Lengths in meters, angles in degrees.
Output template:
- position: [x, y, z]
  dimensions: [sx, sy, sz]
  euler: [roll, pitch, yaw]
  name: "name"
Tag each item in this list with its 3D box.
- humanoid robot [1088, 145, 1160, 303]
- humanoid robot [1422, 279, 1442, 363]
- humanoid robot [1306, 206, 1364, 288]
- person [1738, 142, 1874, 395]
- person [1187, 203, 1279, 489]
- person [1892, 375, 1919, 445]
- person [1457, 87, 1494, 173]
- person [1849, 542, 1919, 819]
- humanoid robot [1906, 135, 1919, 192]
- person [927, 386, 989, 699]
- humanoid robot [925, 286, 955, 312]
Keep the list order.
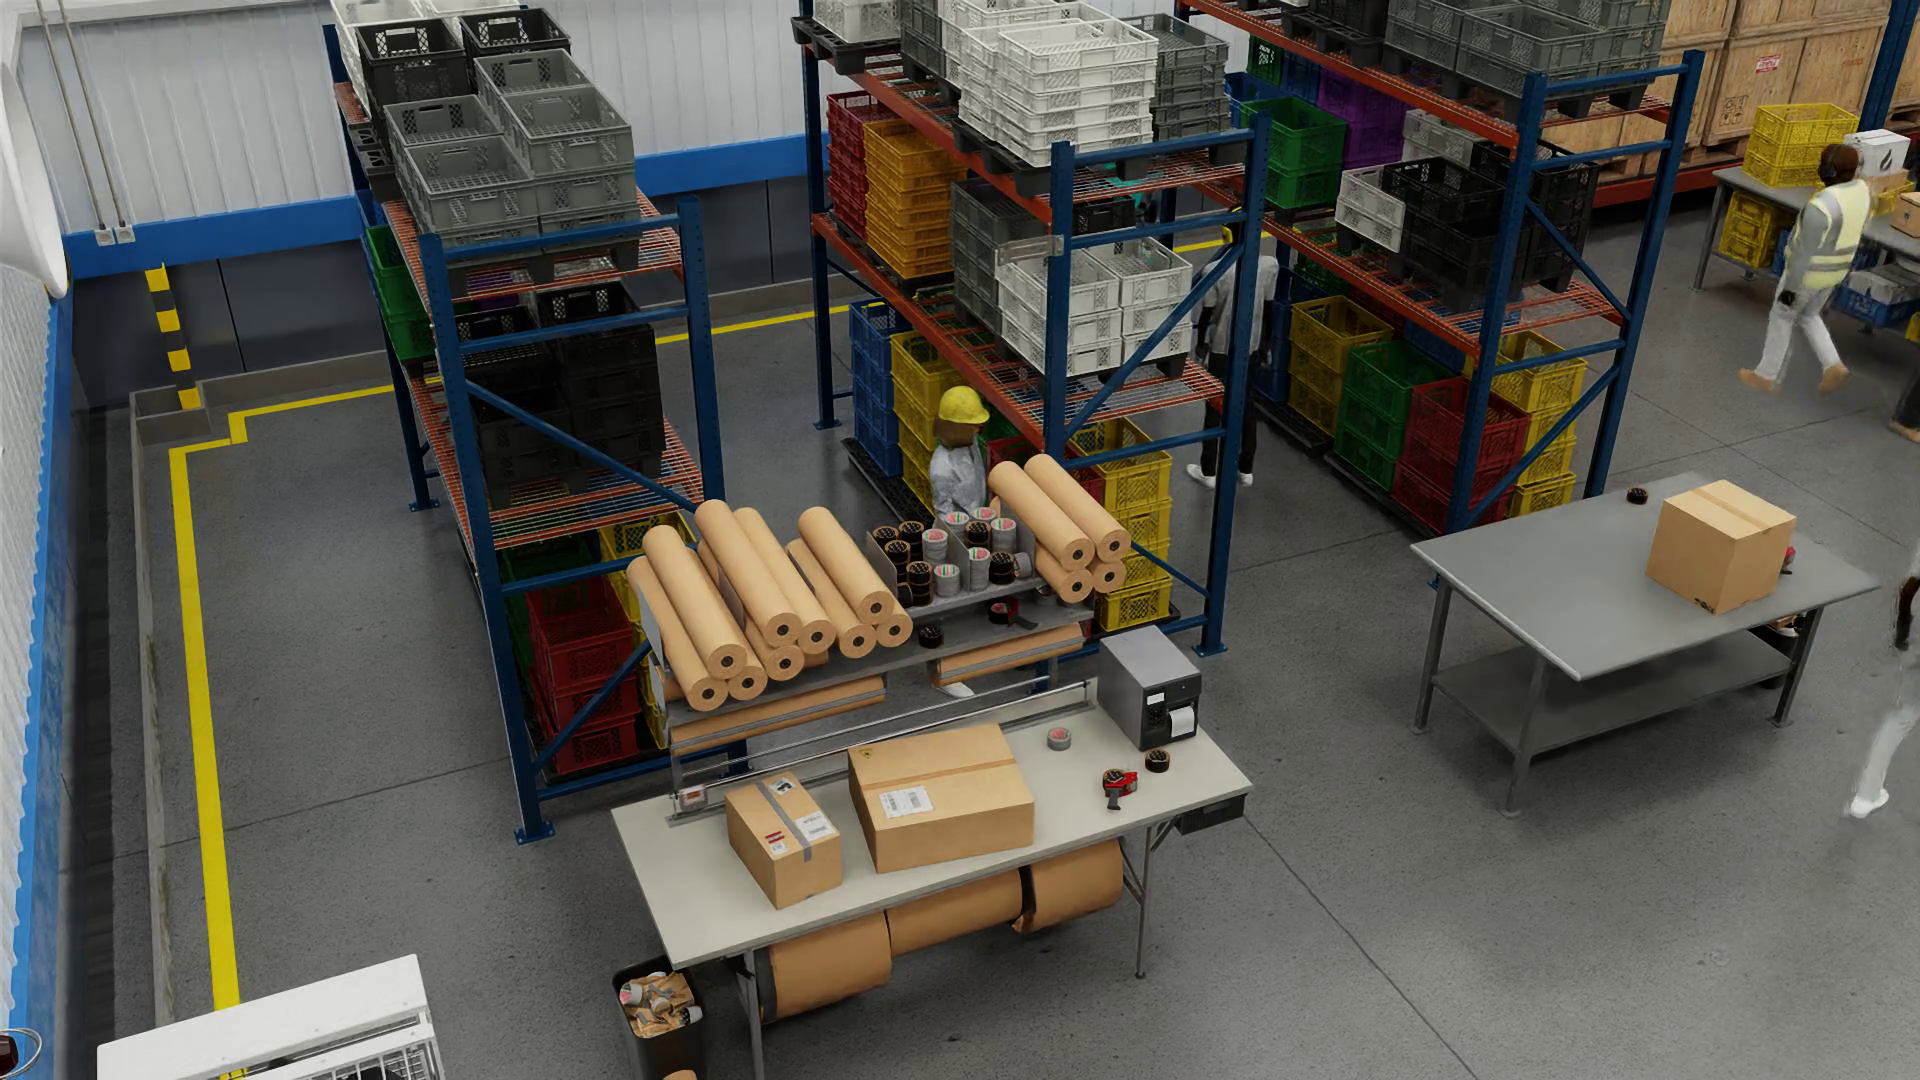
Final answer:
- position: [1.306, -2.311, 12.398]
  dimensions: [0.534, 1.829, 0.831]
  euler: [17, 36, 25]
  name: "humanoid robot"
- position: [3.487, -1.814, 11.609]
  dimensions: [0.608, 1.627, 0.752]
  euler: [-12, 34, -19]
  name: "humanoid robot"
- position: [3.059, -2.661, 12.898]
  dimensions: [1.026, 1.738, 0.562]
  euler: [-10, 33, -16]
  name: "humanoid robot"
- position: [5.908, -1.821, 11.445]
  dimensions: [0.629, 1.822, 0.618]
  euler: [-17, 35, -25]
  name: "person"
- position: [1.717, -1.191, 10.386]
  dimensions: [0.513, 1.862, 0.315]
  euler: [-6, 32, -9]
  name: "person"
- position: [6.621, -1.318, 10.652]
  dimensions: [0.498, 1.794, 0.923]
  euler: [-15, 35, -23]
  name: "person"
- position: [3.794, -2.382, 12.302]
  dimensions: [0.641, 1.881, 0.531]
  euler: [-27, 41, -36]
  name: "person"
- position: [4.601, 0.502, 7.674]
  dimensions: [0.714, 1.825, 0.560]
  euler: [-23, 38, -32]
  name: "person"
- position: [8.106, -3.090, 13.664]
  dimensions: [0.595, 1.651, 0.401]
  euler: [23, 39, 33]
  name: "humanoid robot"
- position: [0.003, -0.001, 8.564]
  dimensions: [0.294, 1.743, 0.483]
  euler: [10, 33, 16]
  name: "person"
- position: [-0.192, -2.202, 12.149]
  dimensions: [0.545, 1.731, 1.036]
  euler: [26, 40, 35]
  name: "humanoid robot"
